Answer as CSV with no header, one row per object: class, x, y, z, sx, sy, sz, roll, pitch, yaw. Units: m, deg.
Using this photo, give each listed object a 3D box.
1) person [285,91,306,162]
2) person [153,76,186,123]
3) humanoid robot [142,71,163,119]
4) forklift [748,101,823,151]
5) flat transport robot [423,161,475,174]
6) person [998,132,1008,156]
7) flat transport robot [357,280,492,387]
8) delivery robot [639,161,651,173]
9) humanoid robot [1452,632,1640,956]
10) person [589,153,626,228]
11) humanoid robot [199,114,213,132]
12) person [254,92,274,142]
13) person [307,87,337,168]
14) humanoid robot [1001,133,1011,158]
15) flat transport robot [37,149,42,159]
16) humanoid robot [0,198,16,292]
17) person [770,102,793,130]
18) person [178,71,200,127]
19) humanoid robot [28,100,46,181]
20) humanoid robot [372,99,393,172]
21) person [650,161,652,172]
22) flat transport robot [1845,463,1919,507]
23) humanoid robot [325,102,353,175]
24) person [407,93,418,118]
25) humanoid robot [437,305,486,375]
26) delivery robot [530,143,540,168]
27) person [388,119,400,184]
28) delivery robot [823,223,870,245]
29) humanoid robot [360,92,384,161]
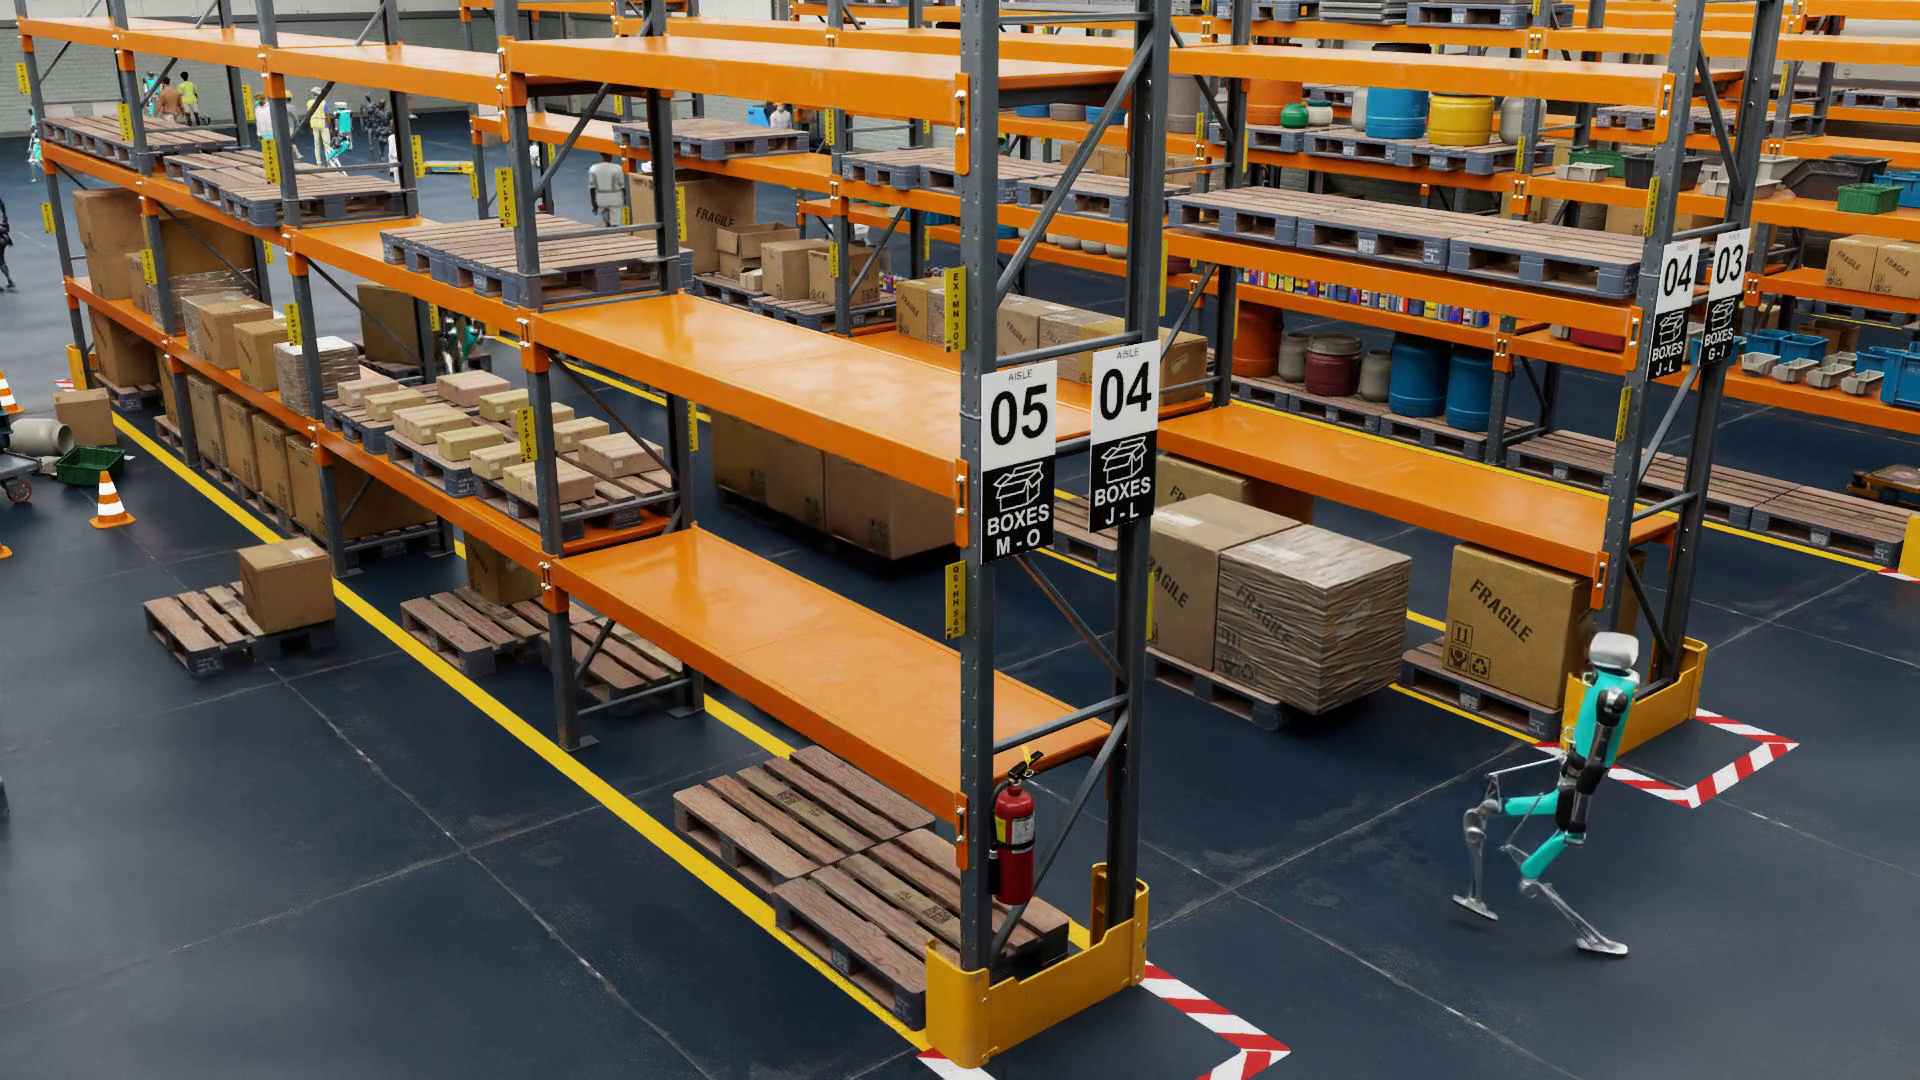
person,-16.030,-9.885,39.869,0.549,1.715,0.896,8,21,21
person,-20.426,-11.003,42.886,0.615,1.839,0.788,9,21,24
humanoid robot,-22.390,-12.060,46.133,0.532,1.802,0.830,-3,20,-8
forklift,-4.526,-11.368,42.374,1.129,2.768,1.873,-15,24,-37
flat transport robot,-11.851,-8.606,38.430,1.431,0.231,0.659,2,20,7
person,0.594,-6.759,30.962,0.502,1.730,0.587,17,26,40
flat transport robot,-6.147,-1.817,19.109,0.659,0.231,1.431,-18,26,-41
delivery robot,-6.745,-8.105,36.593,0.499,0.609,0.805,-11,22,-28
humanoid robot,2.827,1.258,8.246,1.045,1.775,0.535,7,21,19
person,-5.620,-5.473,26.994,0.610,1.940,0.756,6,20,16
humanoid robot,-15.946,-8.187,35.216,0.805,1.630,0.595,-2,19,-5
person,-15.570,-9.116,37.458,0.620,1.885,0.504,9,21,23
person,-14.883,-9.560,38.698,0.536,1.891,0.384,3,20,7
humanoid robot,0.889,-7.462,33.009,0.537,1.765,0.978,10,22,26
flat transport robot,-22.587,-9.578,41.194,0.659,0.231,1.431,-10,22,-26
humanoid robot,-14.342,-4.499,24.615,0.313,1.655,0.608,10,22,26
person,-3.866,-8.786,36.521,0.606,1.870,0.480,-13,23,-33
person,-21.741,-12.345,46.915,0.321,1.695,0.530,18,26,42
humanoid robot,-20.432,-8.801,36.765,0.558,1.782,0.782,4,20,12
humanoid robot,-13.201,-9.291,38.247,0.618,1.647,0.383,-13,23,-33
person,-5.995,-7.593,33.340,0.469,1.735,0.320,-5,20,-14
flat transport robot,8.909,-0.400,15.075,0.659,0.231,1.431,-13,23,-33
humanoid robot,-13.587,-8.694,36.272,0.735,1.672,0.533,7,21,20
person,-16.978,-13.818,50.861,0.551,1.852,0.719,17,26,40
humanoid robot,-5.561,-2.388,18.419,0.541,1.714,0.744,-11,22,-29
delivery robot,-10.083,-9.129,39.502,0.499,0.605,0.799,7,21,20
person,-10.537,-6.985,31.382,0.585,1.881,0.342,10,22,27
delivery robot,-1.932,-5.236,28.431,0.814,0.611,0.499,-16,25,-38
humanoid robot,-14.337,-10.113,40.644,0.609,1.646,0.694,-3,20,-8
